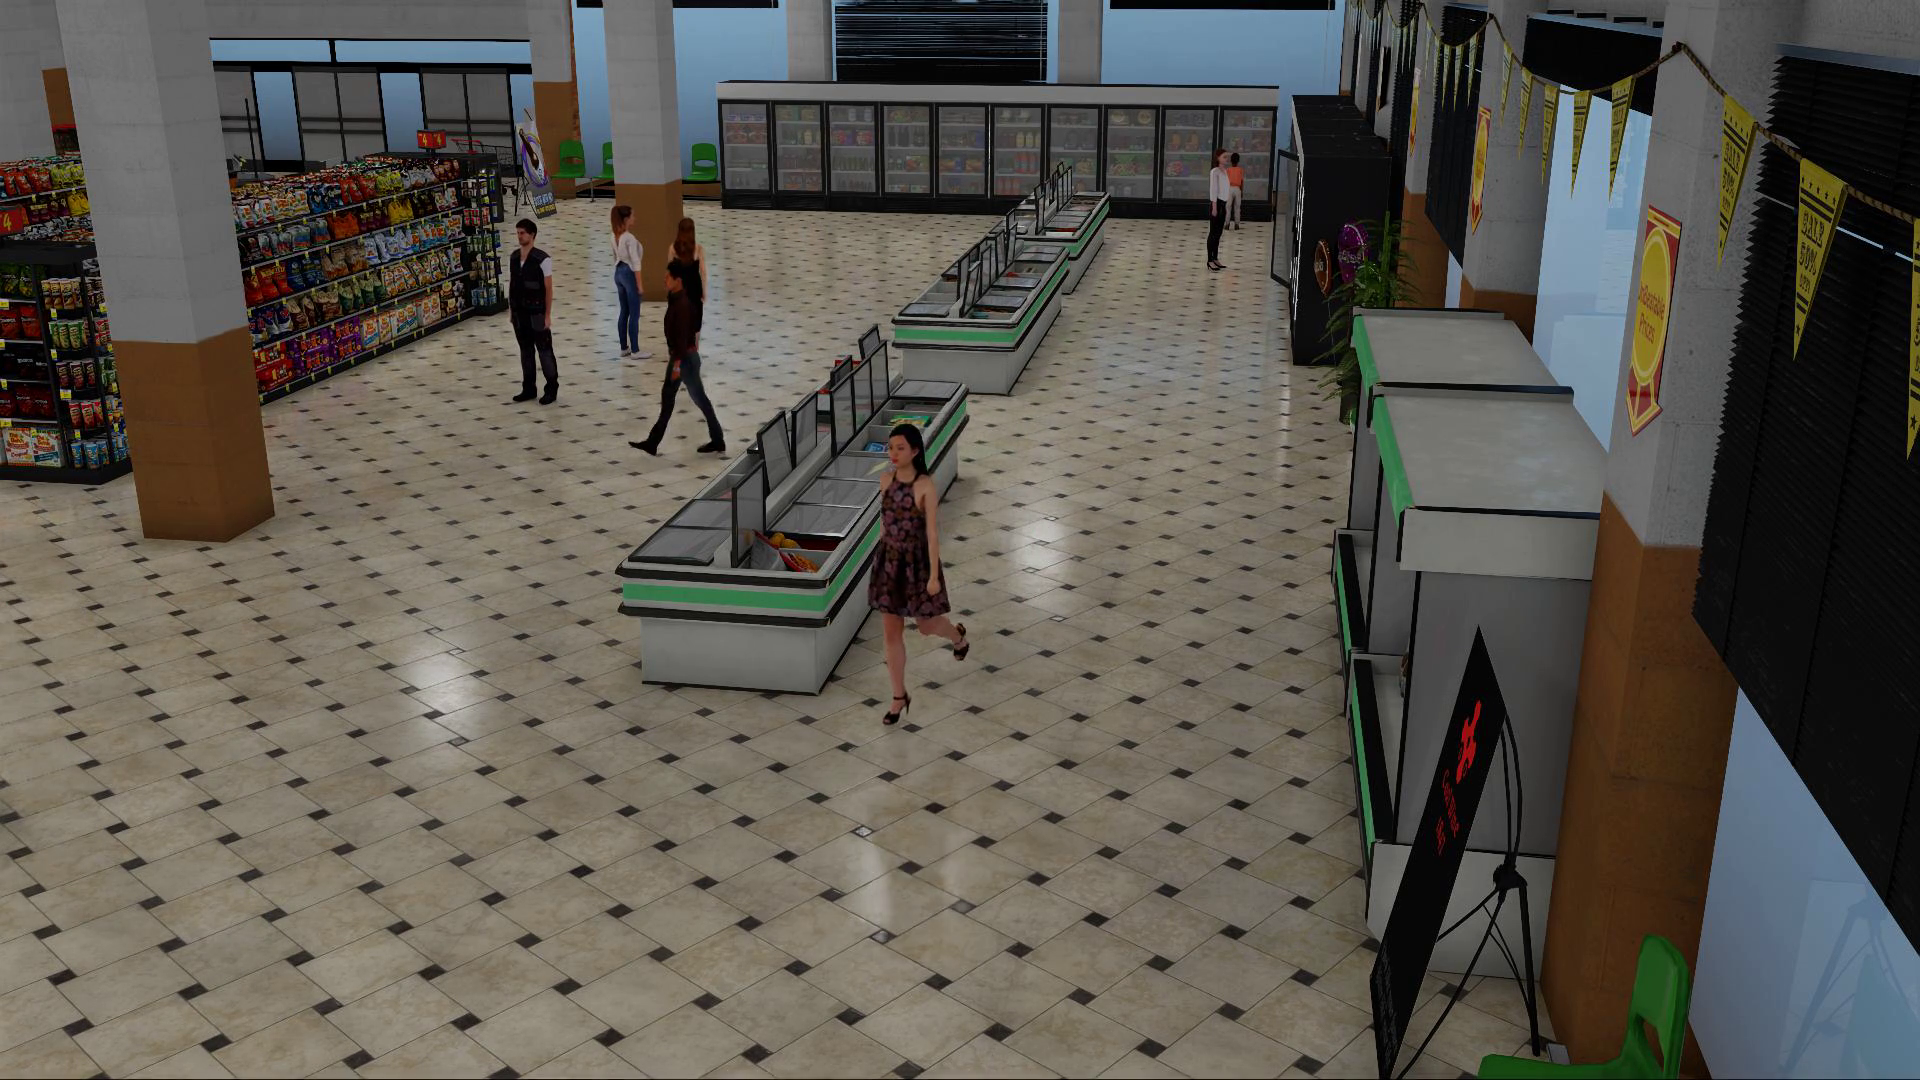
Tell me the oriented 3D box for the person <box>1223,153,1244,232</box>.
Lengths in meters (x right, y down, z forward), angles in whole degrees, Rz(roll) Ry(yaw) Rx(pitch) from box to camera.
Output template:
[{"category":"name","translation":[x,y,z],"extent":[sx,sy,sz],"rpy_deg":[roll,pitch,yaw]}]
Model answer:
[{"category":"person","translation":[4.685,-5.975,28.511],"extent":[0.516,1.311,0.498],"rpy_deg":[1,19,2]}]

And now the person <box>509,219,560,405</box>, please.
[{"category":"person","translation":[-4.324,-2.313,16.808],"extent":[0.694,1.849,0.636],"rpy_deg":[7,20,20]}]

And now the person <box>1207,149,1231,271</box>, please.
[{"category":"person","translation":[3.817,-4.893,24.601],"extent":[0.719,1.760,0.565],"rpy_deg":[11,22,29]}]

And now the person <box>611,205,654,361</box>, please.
[{"category":"person","translation":[-3.757,-2.917,18.801],"extent":[0.726,1.719,0.686],"rpy_deg":[-15,24,-37]}]

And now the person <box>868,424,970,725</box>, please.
[{"category":"person","translation":[-0.241,0.179,9.564],"extent":[0.894,1.755,1.103],"rpy_deg":[13,22,33]}]

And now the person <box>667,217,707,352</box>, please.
[{"category":"person","translation":[-3.033,-2.727,18.469],"extent":[0.860,1.572,1.173],"rpy_deg":[-4,19,-13]}]

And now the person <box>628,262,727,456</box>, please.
[{"category":"person","translation":[-2.363,-1.565,14.776],"extent":[1.094,1.730,1.156],"rpy_deg":[-7,20,-21]}]
